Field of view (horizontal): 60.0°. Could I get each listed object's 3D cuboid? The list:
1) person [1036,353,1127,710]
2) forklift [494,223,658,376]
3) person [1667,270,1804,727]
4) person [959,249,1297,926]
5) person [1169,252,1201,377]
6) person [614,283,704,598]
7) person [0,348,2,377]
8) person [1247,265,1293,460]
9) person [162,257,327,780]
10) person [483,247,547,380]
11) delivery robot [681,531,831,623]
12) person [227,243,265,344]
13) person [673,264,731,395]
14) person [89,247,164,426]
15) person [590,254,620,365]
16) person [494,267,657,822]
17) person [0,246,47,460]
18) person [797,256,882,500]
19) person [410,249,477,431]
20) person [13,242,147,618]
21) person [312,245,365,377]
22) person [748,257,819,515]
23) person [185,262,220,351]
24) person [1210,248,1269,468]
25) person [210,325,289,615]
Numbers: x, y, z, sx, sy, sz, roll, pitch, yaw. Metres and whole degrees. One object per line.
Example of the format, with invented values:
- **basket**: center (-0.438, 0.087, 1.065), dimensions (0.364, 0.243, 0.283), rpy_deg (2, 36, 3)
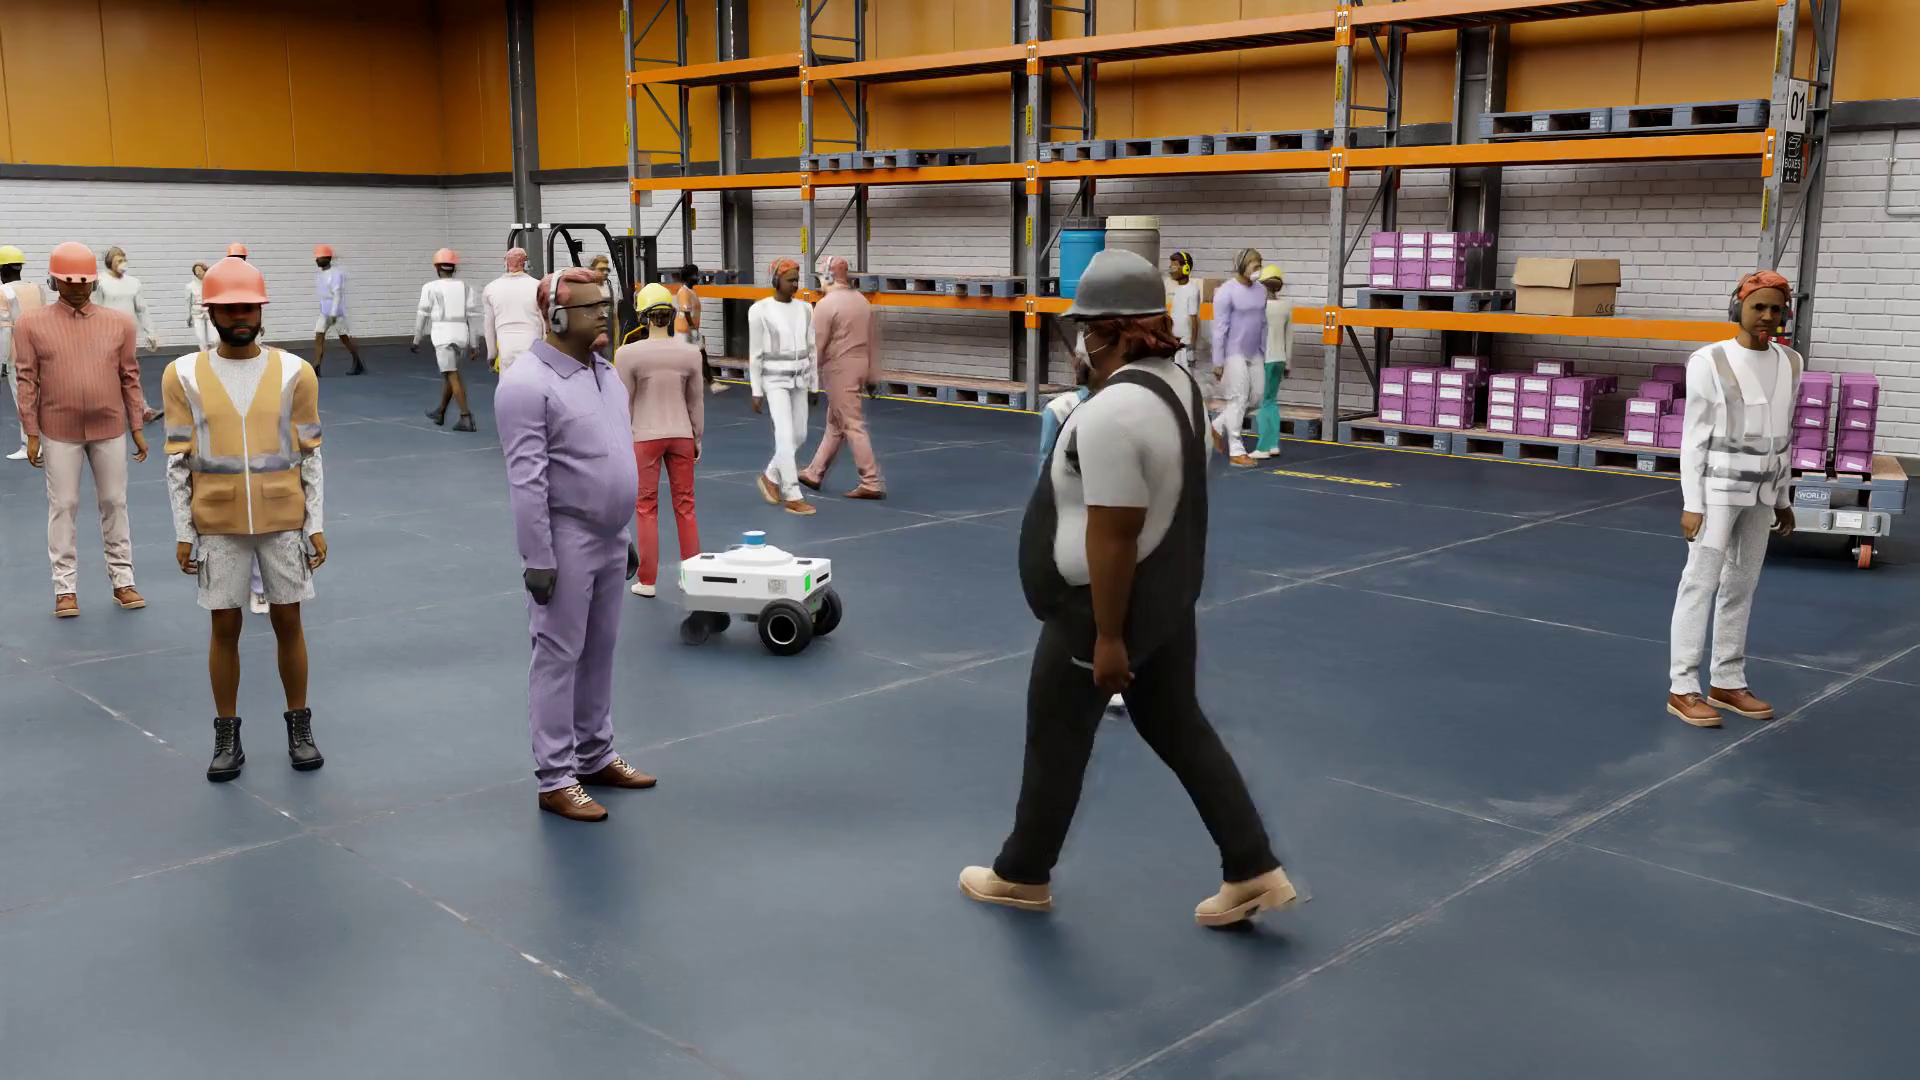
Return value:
- **person**: center (0.617, -0.089, 7.231), dimensions (0.538, 1.584, 0.851), rpy_deg (-5, 12, -26)
- **forklift**: center (-5.316, -3.263, 22.920), dimensions (2.313, 2.155, 1.214), rpy_deg (-10, 14, -44)
- **person**: center (3.232, -0.171, 6.913), dimensions (0.574, 1.881, 0.358), rpy_deg (-4, 11, -21)
- **person**: center (0.520, 0.132, 4.824), dimensions (1.008, 2.000, 0.693), rpy_deg (6, 12, 29)
- **person**: center (2.200, -1.900, 16.408), dimensions (0.319, 1.860, 0.516), rpy_deg (-2, 11, -13)
- **person**: center (-1.688, -0.558, 9.364), dimensions (0.518, 1.756, 0.345), rpy_deg (-6, 12, -31)
- **person**: center (-8.228, -1.359, 13.648), dimensions (0.632, 1.799, 0.957), rpy_deg (-10, 14, -43)
- **person**: center (2.751, -1.597, 15.030), dimensions (0.565, 1.764, 0.345), rpy_deg (-9, 13, -39)
- **person**: center (-2.656, -0.075, 6.225), dimensions (0.547, 1.942, 0.350), rpy_deg (-5, 11, -24)
- **person**: center (-4.129, -1.791, 15.679), dimensions (0.645, 1.908, 0.401), rpy_deg (0, 10, 1)
- **delivery robot**: center (-1.013, 0.200, 8.252), dimensions (0.707, 0.478, 0.477), rpy_deg (3, 11, 15)
- **person**: center (-8.937, -2.722, 20.701), dimensions (0.538, 1.929, 0.381), rpy_deg (-9, 14, -41)
- **person**: center (-3.330, -2.626, 20.911), dimensions (0.853, 1.656, 0.548), rpy_deg (2, 11, 10)
- **person**: center (-8.852, -2.151, 17.682), dimensions (1.001, 1.885, 0.658), rpy_deg (4, 11, 21)
- **person**: center (-3.739, -2.018, 17.125), dimensions (0.537, 1.828, 0.470), rpy_deg (-9, 14, -40)
- **person**: center (-1.327, 0.008, 5.856), dimensions (0.407, 1.912, 0.641), rpy_deg (3, 11, 17)
- **person**: center (-8.504, -1.688, 15.060), dimensions (0.382, 1.924, 0.594), rpy_deg (2, 11, 11)
- **person**: center (-0.996, -1.255, 12.878), dimensions (0.979, 1.856, 0.659), rpy_deg (5, 12, 26)
- **person**: center (-5.375, -2.088, 17.379), dimensions (1.020, 1.874, 0.563), rpy_deg (9, 14, 40)
- **person**: center (-4.685, -0.589, 8.905), dimensions (0.609, 1.986, 0.390), rpy_deg (-8, 13, -37)
- **person**: center (-8.997, -3.274, 23.830), dimensions (0.562, 1.889, 0.986), rpy_deg (7, 12, 32)
- **person**: center (-1.304, -1.142, 12.253), dimensions (0.590, 1.869, 0.749), rpy_deg (-9, 14, -42)
- **person**: center (-11.162, -3.286, 24.592), dimensions (0.542, 1.624, 0.378), rpy_deg (-3, 11, -15)
- **person**: center (2.423, -1.607, 14.639), dimensions (0.647, 1.918, 0.600), rpy_deg (-9, 14, -40)
- **person**: center (-3.802, -0.472, 8.912), dimensions (0.520, 1.753, 0.391), rpy_deg (-5, 12, -26)
